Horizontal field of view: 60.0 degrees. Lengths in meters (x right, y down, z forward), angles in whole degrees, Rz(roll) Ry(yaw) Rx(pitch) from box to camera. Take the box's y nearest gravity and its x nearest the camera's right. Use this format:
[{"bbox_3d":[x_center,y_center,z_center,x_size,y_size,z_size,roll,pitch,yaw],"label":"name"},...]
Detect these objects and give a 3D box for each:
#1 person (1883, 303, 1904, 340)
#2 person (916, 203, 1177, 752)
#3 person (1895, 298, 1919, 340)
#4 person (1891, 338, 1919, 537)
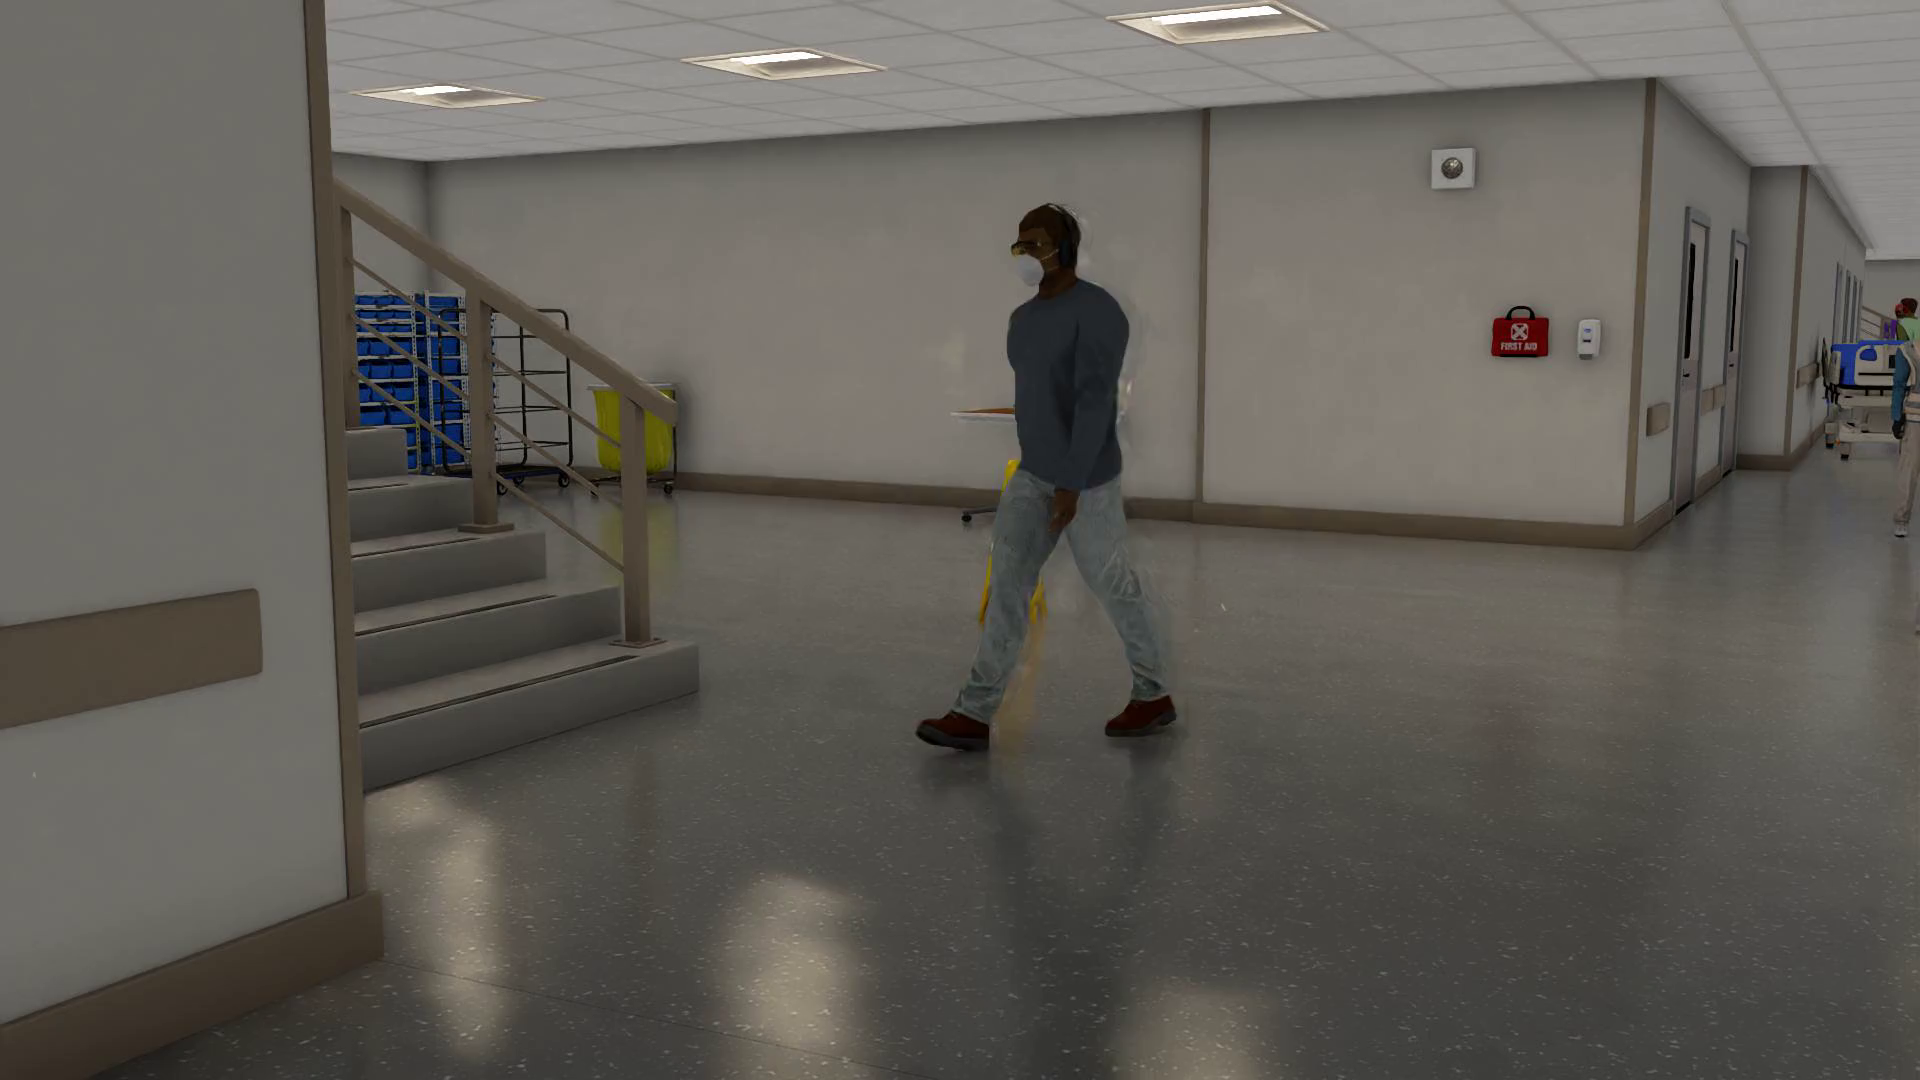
[{"bbox_3d":[18.933,-3.834,33.583,0.554,1.913,0.864,5,9,36],"label":"person"},{"bbox_3d":[0.348,-0.205,5.766,1.049,1.889,0.648,-5,9,-35],"label":"person"},{"bbox_3d":[13.484,-2.515,23.648,0.564,1.847,0.397,-4,9,-31],"label":"person"},{"bbox_3d":[6.670,-0.818,11.420,0.509,1.629,0.315,3,8,19],"label":"person"}]
